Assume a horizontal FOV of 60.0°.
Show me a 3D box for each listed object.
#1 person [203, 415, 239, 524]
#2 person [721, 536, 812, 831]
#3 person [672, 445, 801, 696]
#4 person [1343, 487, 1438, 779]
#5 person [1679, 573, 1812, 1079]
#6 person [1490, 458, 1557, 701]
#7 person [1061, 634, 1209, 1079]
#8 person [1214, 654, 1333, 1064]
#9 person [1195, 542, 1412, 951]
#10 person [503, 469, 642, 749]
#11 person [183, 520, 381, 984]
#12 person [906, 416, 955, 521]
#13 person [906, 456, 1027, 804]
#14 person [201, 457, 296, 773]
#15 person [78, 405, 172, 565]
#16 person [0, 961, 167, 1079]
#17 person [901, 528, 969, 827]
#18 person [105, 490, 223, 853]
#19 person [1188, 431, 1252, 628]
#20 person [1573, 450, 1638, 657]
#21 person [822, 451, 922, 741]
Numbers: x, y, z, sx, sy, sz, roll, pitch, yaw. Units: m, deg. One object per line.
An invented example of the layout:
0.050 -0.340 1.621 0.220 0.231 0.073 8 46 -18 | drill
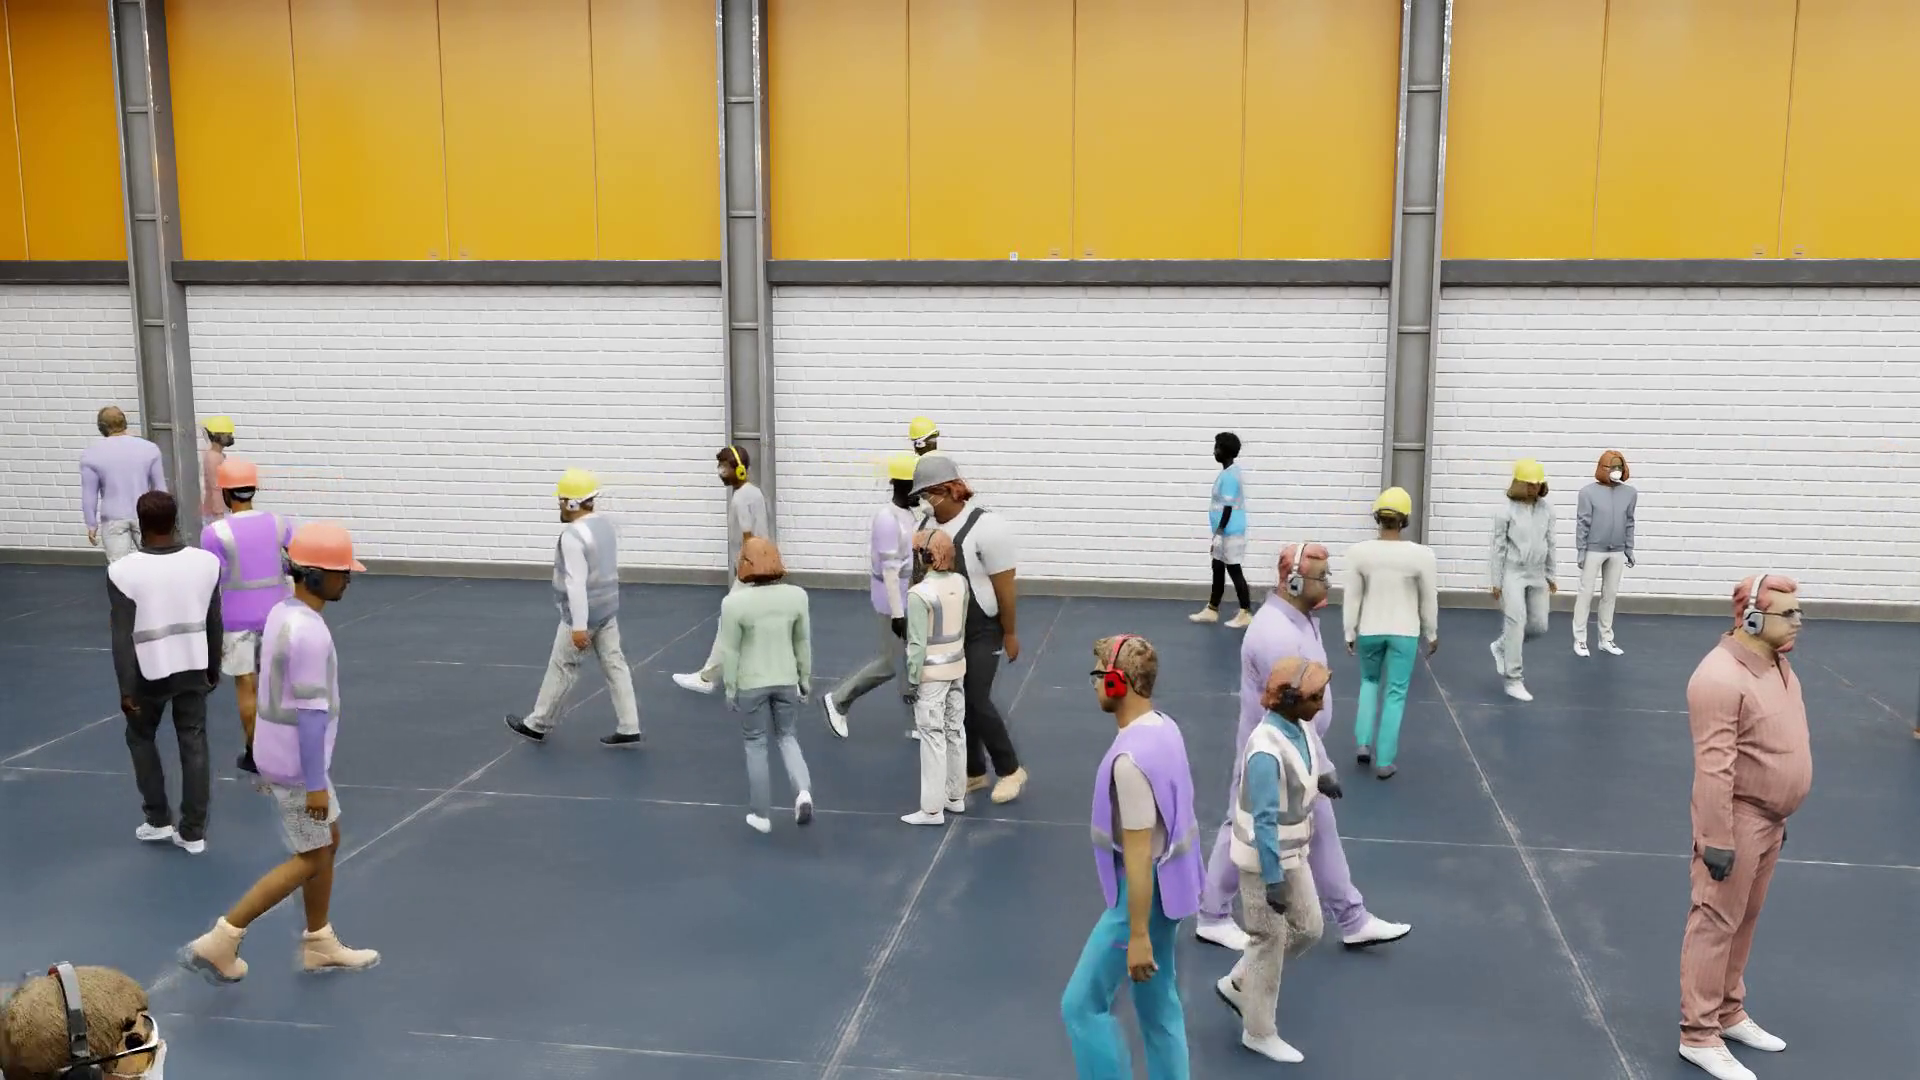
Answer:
-6.607 -0.241 14.843 0.414 1.751 0.544 -3 10 -16 | person
-1.017 0.791 8.922 0.496 1.619 0.426 -5 10 -27 | person
-1.585 0.230 11.769 0.979 1.807 0.588 2 9 11 | person
2.586 0.554 9.983 0.531 1.753 0.462 5 10 28 | person
2.994 1.068 6.315 0.407 1.911 0.639 9 13 43 | person
3.978 0.253 11.895 0.490 1.724 0.538 -3 10 -19 | person
0.540 1.226 5.611 0.642 1.813 0.602 3 10 17 | person
1.203 1.209 6.305 0.399 1.618 0.547 5 10 27 | person
1.499 0.934 7.292 0.961 1.853 0.639 4 10 25 | person
-2.440 0.445 10.516 0.928 1.785 0.621 3 10 15 | person
-2.836 0.919 6.946 0.759 2.008 0.622 -4 10 -25 | person
-0.278 -0.124 13.933 0.403 1.822 0.589 4 10 24 | person
-0.038 0.484 9.509 0.557 2.000 0.721 -9 13 -44 | person
-4.261 0.462 9.987 0.423 1.927 0.563 8 12 40 | person
-6.920 -0.157 13.829 0.663 1.920 0.481 -7 12 -37 | person
-1.588 1.643 2.786 0.635 1.911 0.892 9 13 43 | person
-0.127 0.750 9.114 0.309 1.639 0.514 6 11 31 | person
-4.181 0.677 8.751 0.669 1.891 0.609 9 13 43 | person
2.255 -0.083 14.134 0.451 1.692 0.568 1 9 4 | person
5.087 0.103 13.111 0.501 1.633 0.286 -1 9 -9 | person
-0.452 0.372 10.646 0.790 1.899 0.591 3 10 18 | person
